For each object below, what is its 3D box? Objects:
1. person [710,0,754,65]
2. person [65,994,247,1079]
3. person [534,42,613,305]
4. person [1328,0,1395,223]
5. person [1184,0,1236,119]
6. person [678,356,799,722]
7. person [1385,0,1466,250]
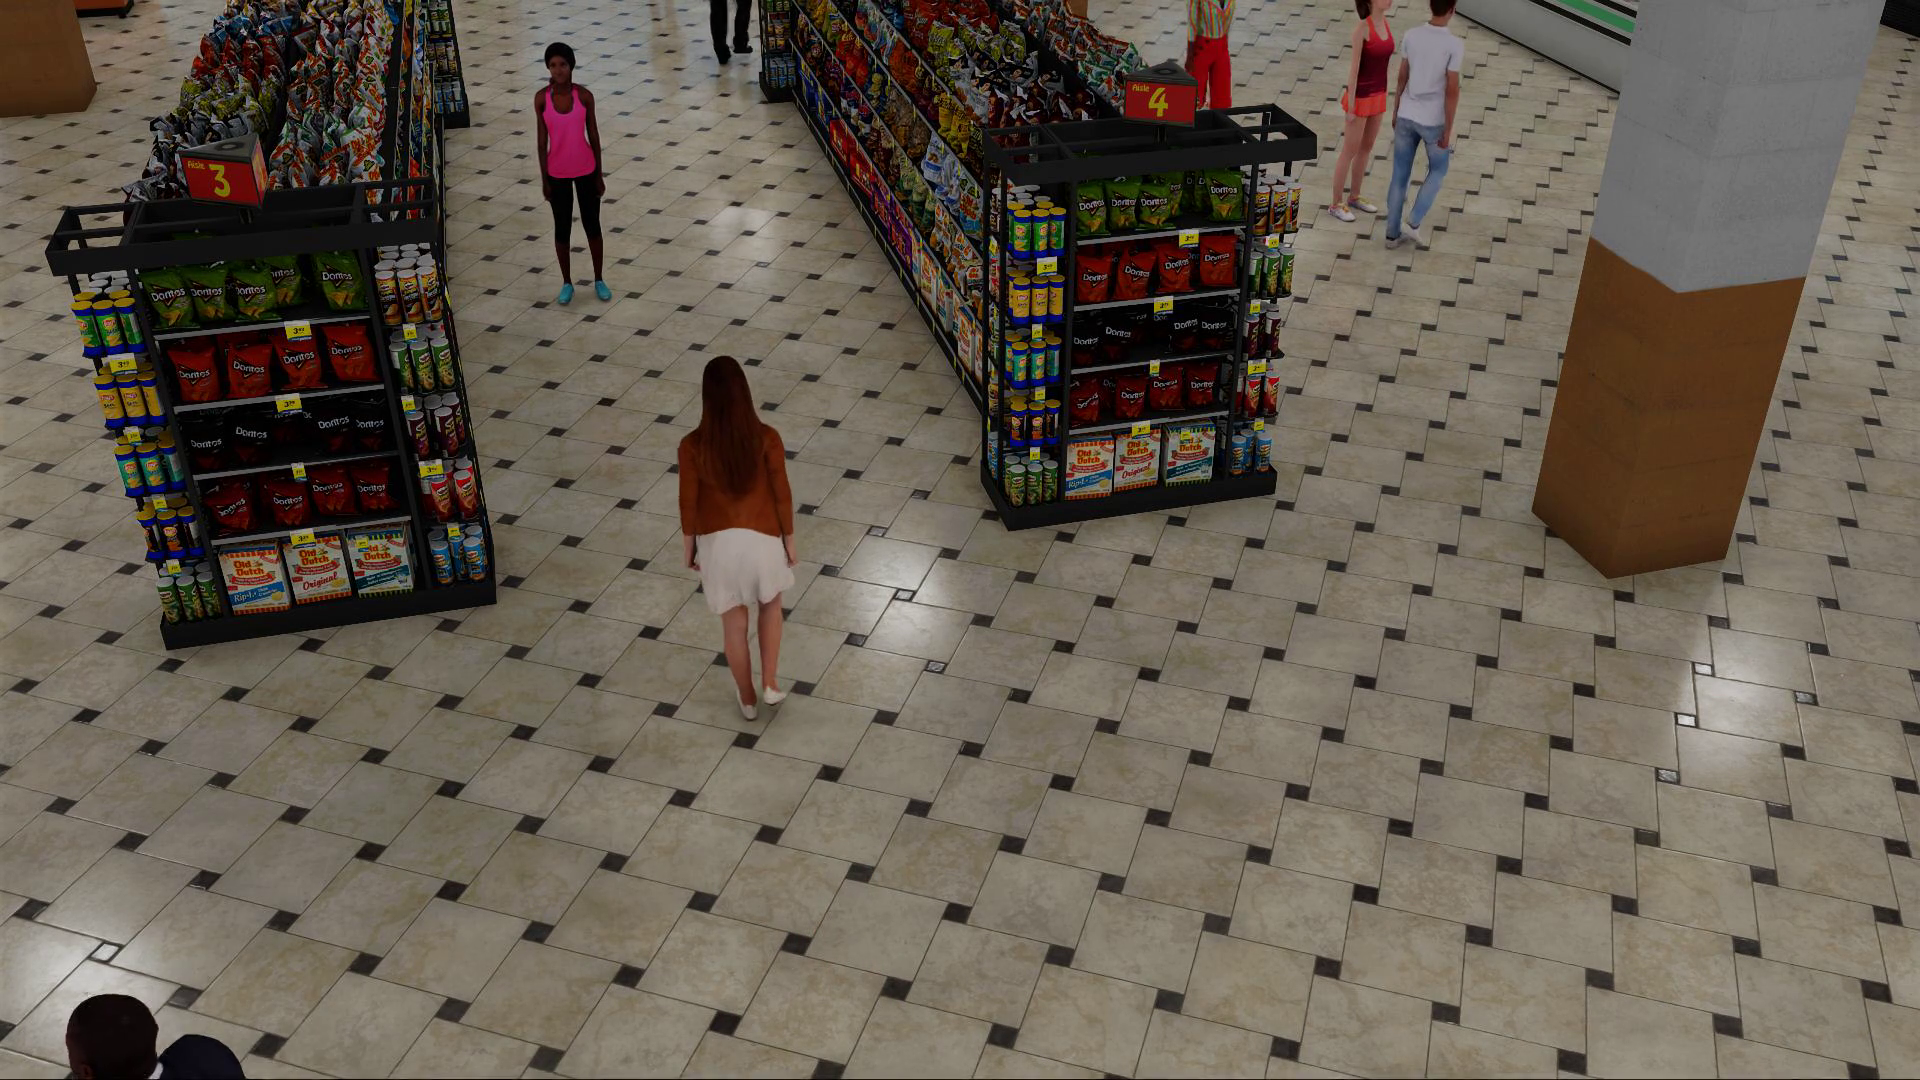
[{"bbox_3d":[-2.233,-5.393,15.629,0.848,1.821,0.838,4,32,7],"label":"person"},{"bbox_3d":[-1.727,1.812,4.074,0.948,1.794,0.947,3,32,5],"label":"person"},{"bbox_3d":[-2.545,-2.405,10.919,0.554,1.722,0.545,-7,33,-11],"label":"person"},{"bbox_3d":[2.993,-3.255,12.257,0.654,1.753,0.677,-26,40,-35],"label":"person"},{"bbox_3d":[1.881,-3.765,13.061,0.750,1.768,1.111,-16,35,-24],"label":"person"},{"bbox_3d":[-0.906,0.070,6.949,0.651,1.715,0.647,-4,32,-7],"label":"person"},{"bbox_3d":[3.189,-2.901,11.606,0.819,1.840,0.893,23,39,33],"label":"person"}]
